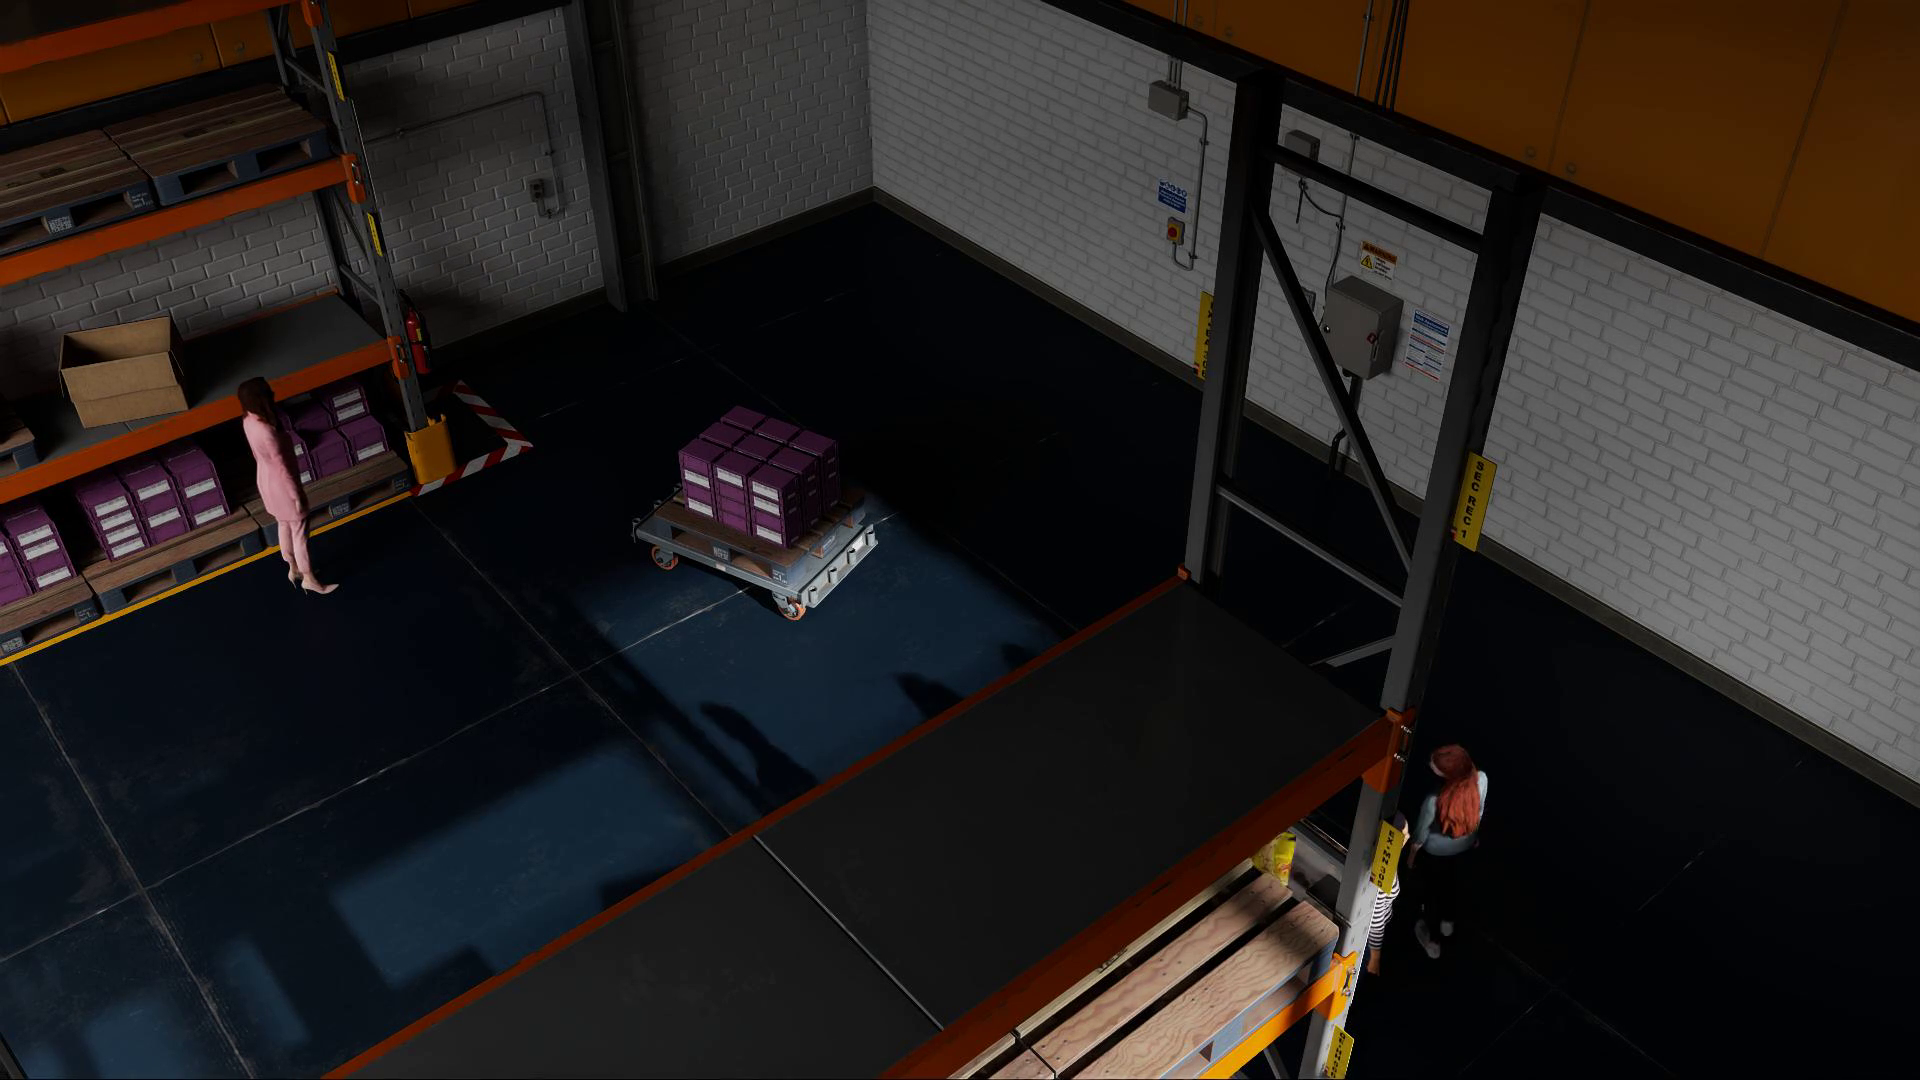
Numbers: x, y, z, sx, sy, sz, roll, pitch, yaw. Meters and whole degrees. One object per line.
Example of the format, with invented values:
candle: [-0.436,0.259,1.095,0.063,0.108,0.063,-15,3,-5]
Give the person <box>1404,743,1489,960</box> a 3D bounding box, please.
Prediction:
person: [2.695,1.779,9.230,0.696,1.708,0.800,-4,39,-5]

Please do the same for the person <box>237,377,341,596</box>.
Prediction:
person: [-4.830,-0.368,11.844,0.529,1.801,0.617,-31,48,-32]

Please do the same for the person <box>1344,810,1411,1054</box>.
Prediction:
person: [2.125,2.058,8.810,0.676,1.797,0.636,0,39,0]
